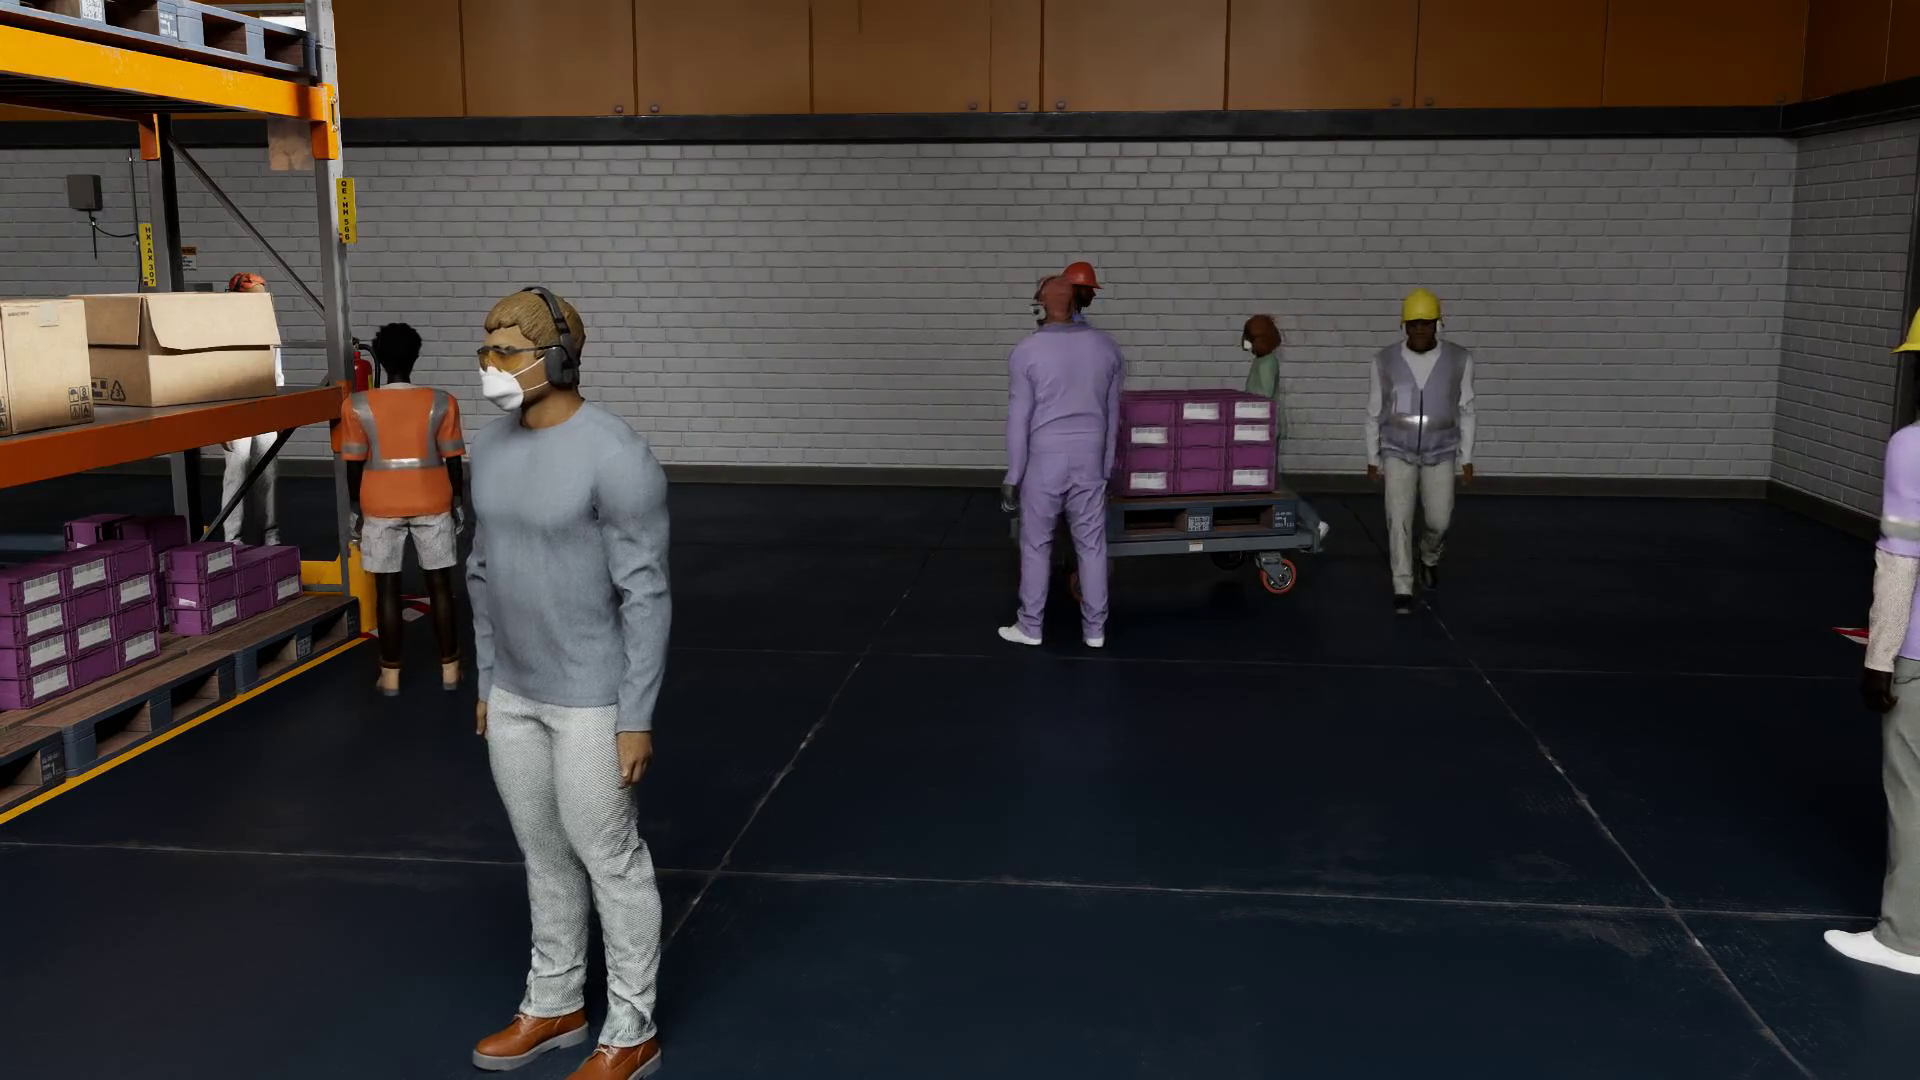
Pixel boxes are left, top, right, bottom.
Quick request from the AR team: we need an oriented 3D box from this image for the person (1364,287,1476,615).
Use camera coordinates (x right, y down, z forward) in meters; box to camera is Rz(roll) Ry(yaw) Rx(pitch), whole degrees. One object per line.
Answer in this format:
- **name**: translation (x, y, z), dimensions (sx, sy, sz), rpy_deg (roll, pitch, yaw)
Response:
- **person**: translation (2.572, -0.507, 9.348), dimensions (0.608, 1.818, 0.556), rpy_deg (2, 10, 14)

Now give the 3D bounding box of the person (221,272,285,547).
- **person**: translation (-4.536, -0.760, 10.640), dimensions (0.348, 1.879, 0.579), rpy_deg (4, 11, 23)

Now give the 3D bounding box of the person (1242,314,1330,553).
- **person**: translation (2.069, -0.702, 11.091), dimensions (0.767, 1.603, 0.504), rpy_deg (1, 10, 5)

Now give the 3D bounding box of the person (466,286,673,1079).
- **person**: translation (-0.941, 0.373, 3.965), dimensions (0.632, 1.938, 0.359), rpy_deg (8, 13, 38)

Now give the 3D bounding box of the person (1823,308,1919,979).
- **person**: translation (2.747, 0.262, 4.670), dimensions (0.588, 1.918, 0.397), rpy_deg (-4, 11, -23)

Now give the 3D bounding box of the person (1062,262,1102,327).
- **person**: translation (0.821, -1.035, 12.043), dimensions (0.376, 1.934, 0.547), rpy_deg (-3, 10, -14)

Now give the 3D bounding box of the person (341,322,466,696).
- **person**: translation (-2.520, -0.137, 7.581), dimensions (0.540, 1.695, 0.317), rpy_deg (-4, 11, -22)

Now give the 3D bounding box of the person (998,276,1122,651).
- **person**: translation (0.502, -0.377, 8.451), dimensions (0.663, 1.886, 0.588), rpy_deg (-4, 11, -23)
